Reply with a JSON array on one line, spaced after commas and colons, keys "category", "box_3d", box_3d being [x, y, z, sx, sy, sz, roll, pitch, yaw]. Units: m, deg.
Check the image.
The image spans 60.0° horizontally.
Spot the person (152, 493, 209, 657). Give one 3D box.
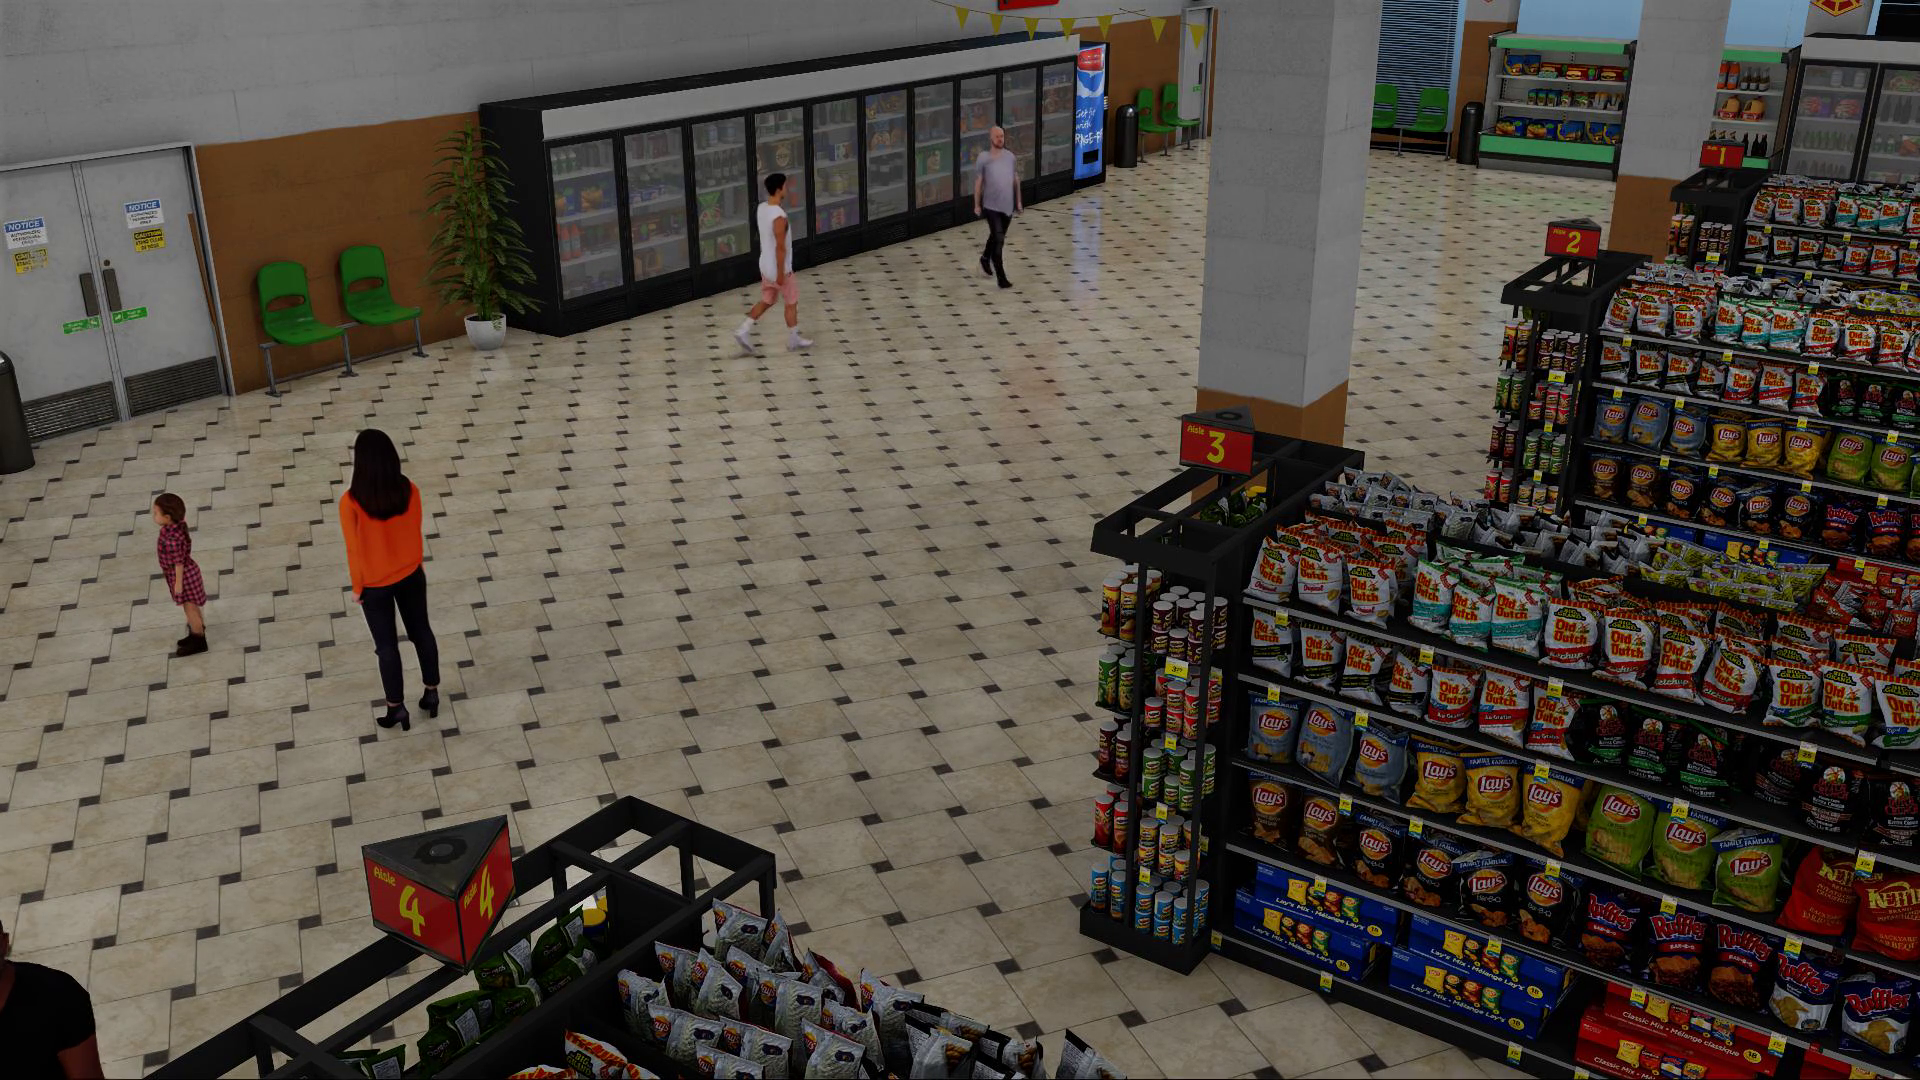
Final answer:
[{"category": "person", "box_3d": [-4.746, 0.203, 10.143, 0.561, 1.021, 0.488, -7, 23, -18]}]

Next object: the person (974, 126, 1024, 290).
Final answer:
[{"category": "person", "box_3d": [0.399, -3.838, 19.166, 1.032, 1.791, 1.336, -12, 25, -27]}]

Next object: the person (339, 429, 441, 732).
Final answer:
[{"category": "person", "box_3d": [-3.121, 0.214, 9.138, 0.575, 1.749, 0.635, 18, 28, 37]}]

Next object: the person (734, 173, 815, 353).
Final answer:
[{"category": "person", "box_3d": [-1.893, -2.687, 16.338, 0.945, 1.764, 1.097, -15, 26, -32]}]
